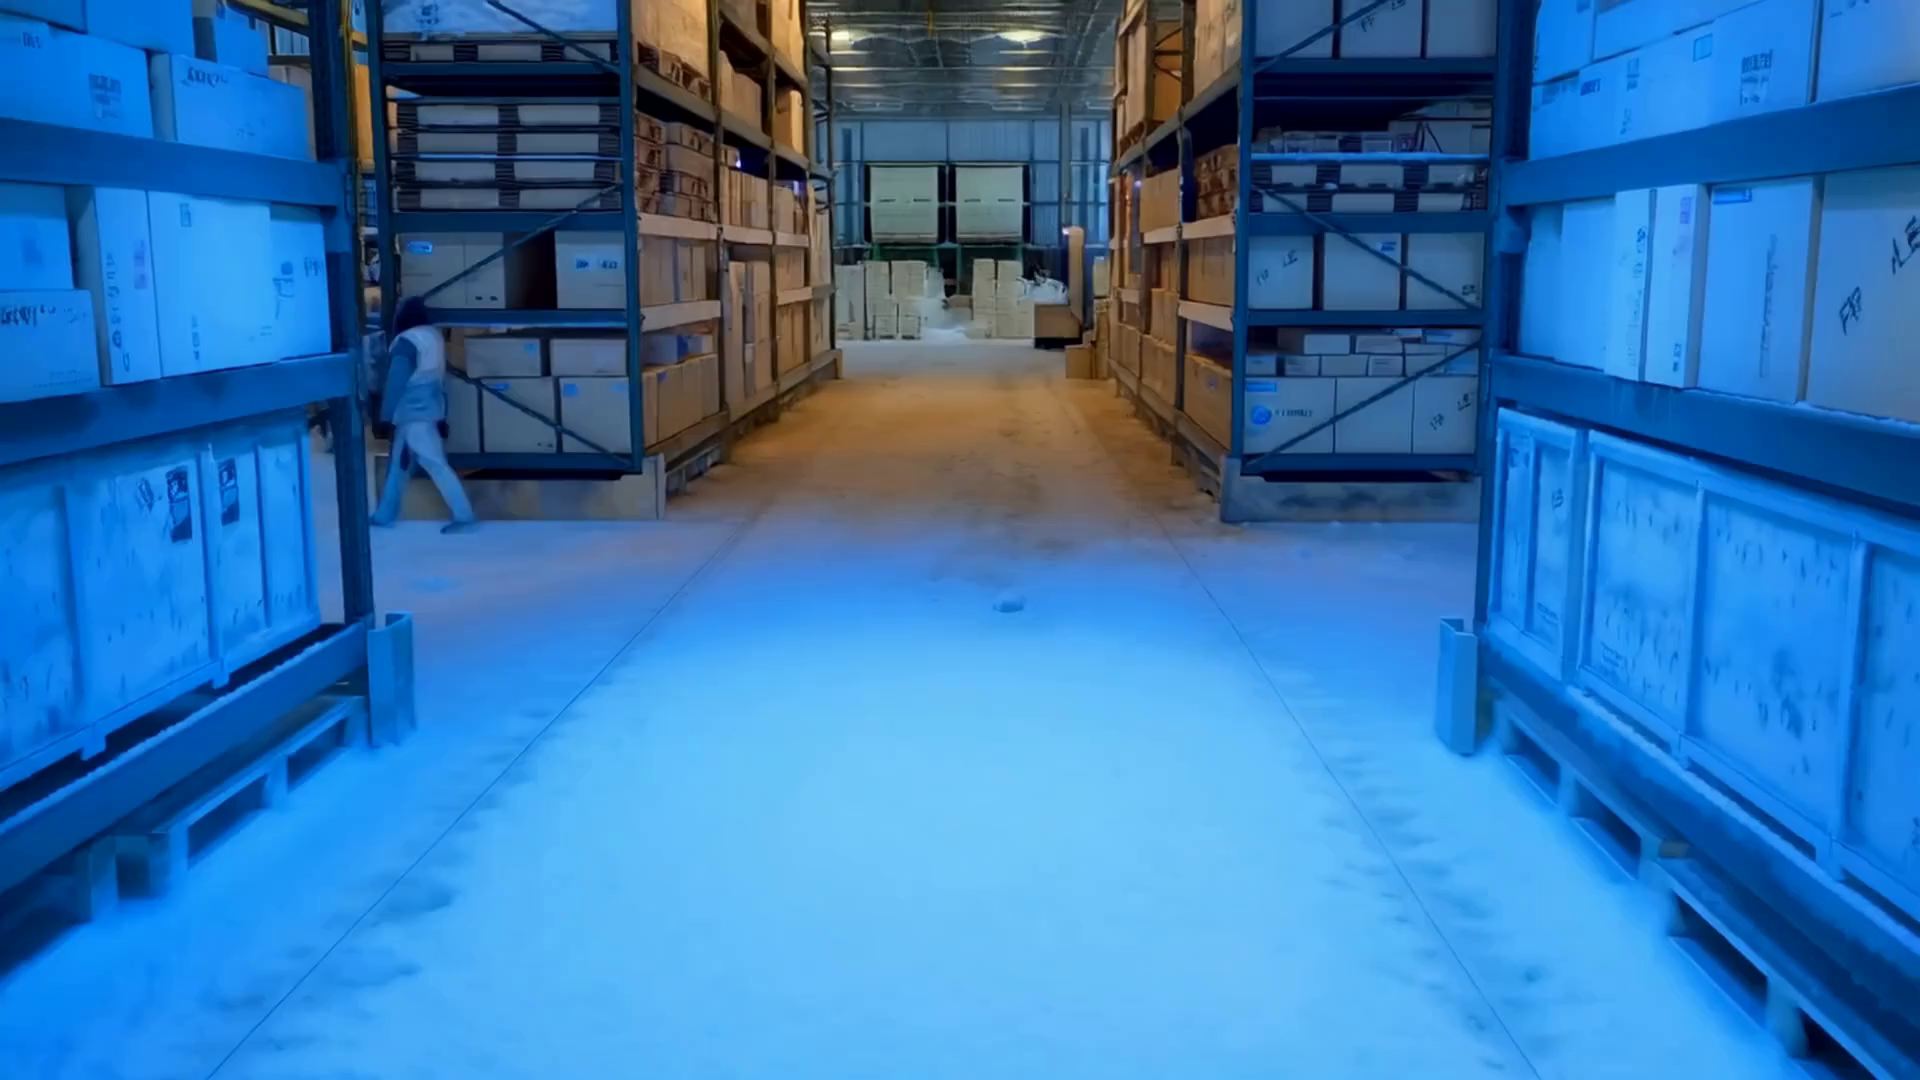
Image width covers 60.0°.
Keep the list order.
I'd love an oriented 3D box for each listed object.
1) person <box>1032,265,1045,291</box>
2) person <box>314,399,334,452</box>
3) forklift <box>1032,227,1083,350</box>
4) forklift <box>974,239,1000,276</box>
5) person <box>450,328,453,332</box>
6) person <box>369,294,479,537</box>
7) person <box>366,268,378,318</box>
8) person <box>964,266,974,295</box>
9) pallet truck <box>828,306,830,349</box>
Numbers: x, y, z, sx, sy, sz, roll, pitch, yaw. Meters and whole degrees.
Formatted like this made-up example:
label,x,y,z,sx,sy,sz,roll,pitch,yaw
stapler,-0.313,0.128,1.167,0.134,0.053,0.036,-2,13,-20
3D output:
label,x,y,z,sx,sy,sz,roll,pitch,yaw
person,2.502,-7.657,52.246,0.366,1.937,0.548,9,13,44
person,-6.782,-1.945,17.766,0.611,2.026,0.424,1,10,4
forklift,2.617,-5.788,38.232,1.873,2.768,1.129,0,9,1
forklift,0.936,-9.126,58.224,1.129,2.768,1.873,0,9,1
person,-13.644,-6.326,44.211,0.628,1.952,0.488,-1,10,-5
person,-4.024,-0.908,12.284,0.979,1.795,0.626,0,9,-1
person,-21.645,-9.096,61.154,0.348,1.842,0.506,-1,10,-6
person,0.460,-9.253,61.935,0.655,1.898,0.958,-7,12,-37
pallet truck,-3.100,-3.940,29.800,1.885,1.965,0.823,3,10,19
